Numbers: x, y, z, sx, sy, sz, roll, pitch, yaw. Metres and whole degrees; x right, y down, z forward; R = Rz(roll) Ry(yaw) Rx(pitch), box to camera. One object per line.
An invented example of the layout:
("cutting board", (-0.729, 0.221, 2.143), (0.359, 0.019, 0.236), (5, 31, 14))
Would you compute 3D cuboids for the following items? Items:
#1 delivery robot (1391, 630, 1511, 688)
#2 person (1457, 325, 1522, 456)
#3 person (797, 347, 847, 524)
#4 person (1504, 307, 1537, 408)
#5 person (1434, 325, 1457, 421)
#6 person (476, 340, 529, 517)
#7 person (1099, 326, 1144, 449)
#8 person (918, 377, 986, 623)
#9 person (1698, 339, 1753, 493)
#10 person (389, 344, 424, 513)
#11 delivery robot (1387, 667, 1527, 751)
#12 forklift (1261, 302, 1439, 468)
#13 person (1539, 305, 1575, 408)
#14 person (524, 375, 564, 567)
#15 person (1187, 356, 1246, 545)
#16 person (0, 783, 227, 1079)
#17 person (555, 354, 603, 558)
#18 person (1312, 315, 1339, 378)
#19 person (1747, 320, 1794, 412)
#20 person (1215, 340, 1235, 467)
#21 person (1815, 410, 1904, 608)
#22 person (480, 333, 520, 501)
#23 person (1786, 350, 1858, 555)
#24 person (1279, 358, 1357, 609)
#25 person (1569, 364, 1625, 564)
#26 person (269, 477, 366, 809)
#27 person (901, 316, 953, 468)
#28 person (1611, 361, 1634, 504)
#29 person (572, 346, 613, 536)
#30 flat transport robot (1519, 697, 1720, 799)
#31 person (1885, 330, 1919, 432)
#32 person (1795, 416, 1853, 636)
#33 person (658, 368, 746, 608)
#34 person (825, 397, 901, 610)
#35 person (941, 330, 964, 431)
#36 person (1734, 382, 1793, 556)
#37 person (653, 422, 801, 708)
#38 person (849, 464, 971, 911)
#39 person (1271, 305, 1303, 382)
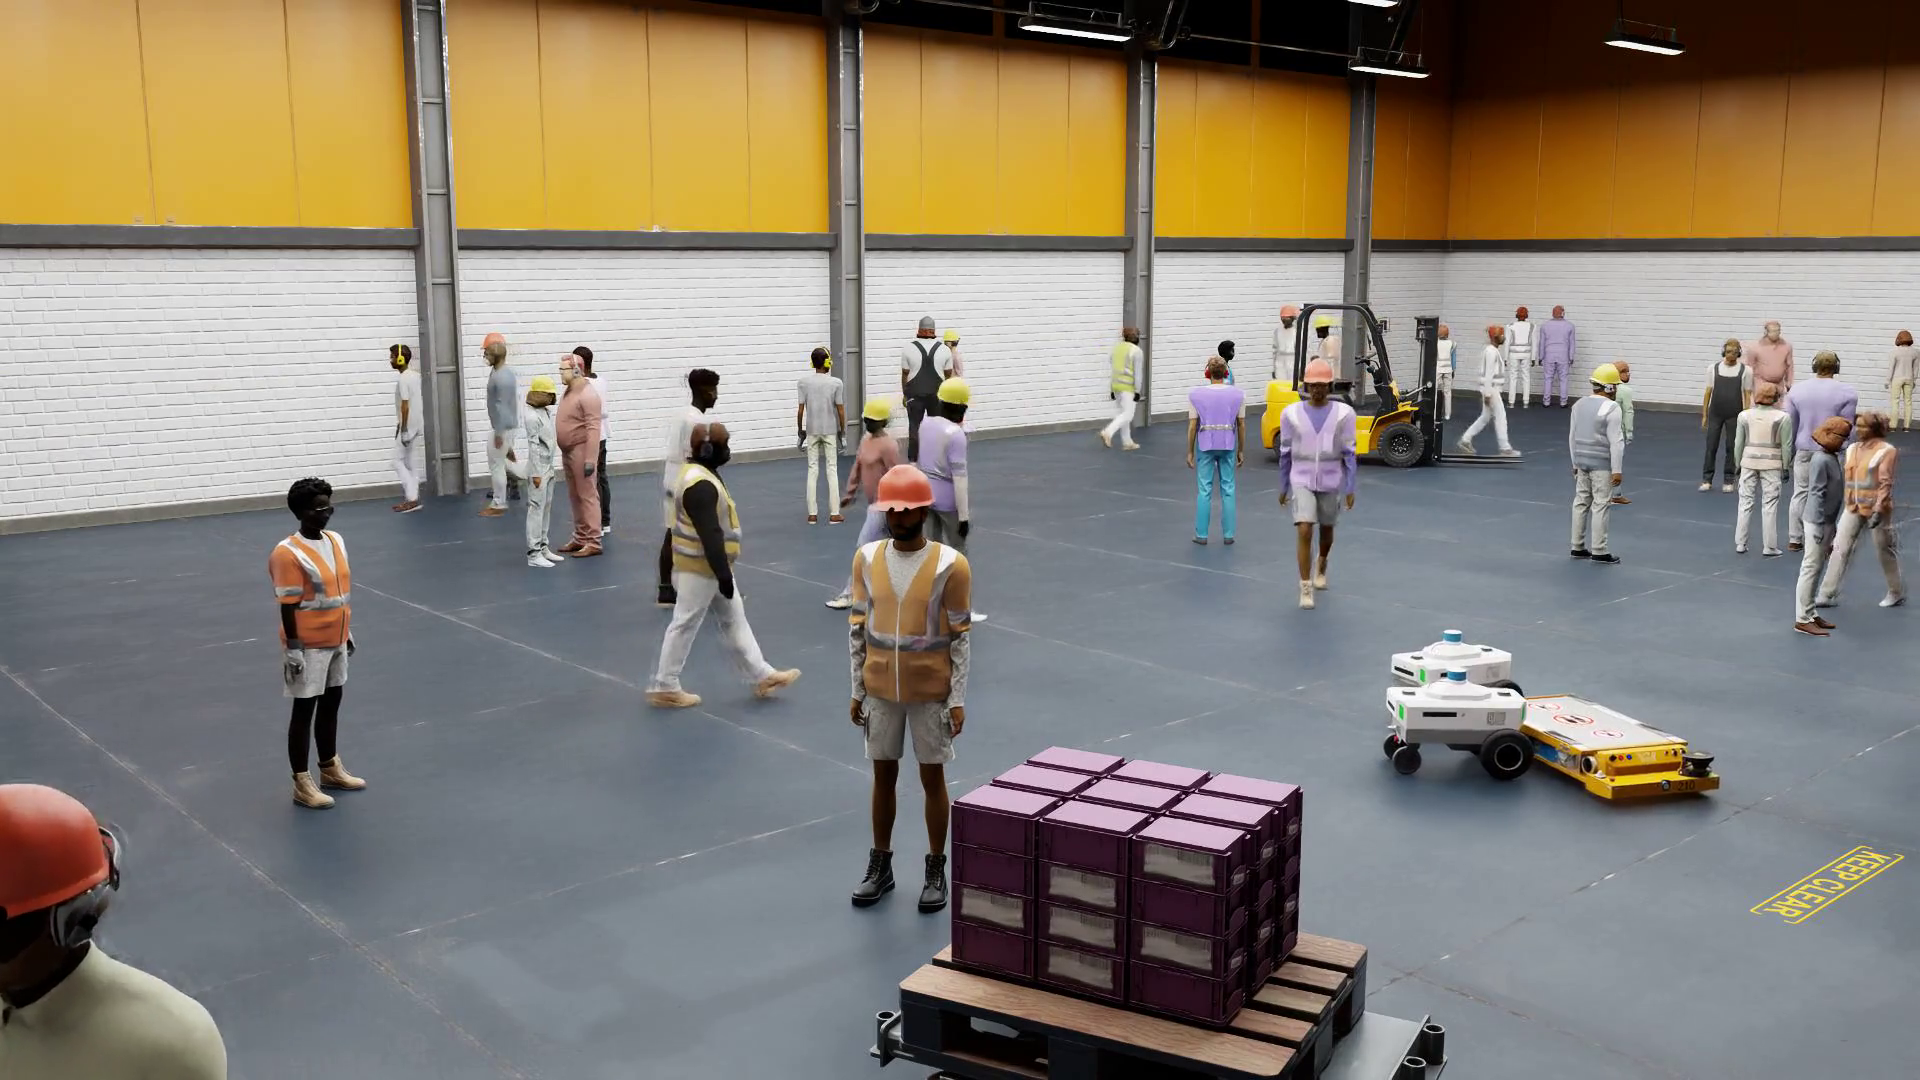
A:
("delivery robot", (2.964, 0.788, 10.044), (0.707, 0.478, 0.477), (-4, 11, -22))
("person", (7.515, -2.118, 23.547), (0.866, 1.855, 0.593), (3, 10, 17))
("person", (-1.460, -1.098, 17.528), (0.533, 1.864, 0.314), (1, 10, 5))
("person", (10.373, -3.377, 30.822), (0.575, 1.881, 0.356), (2, 10, 11))
("person", (8.250, -2.860, 28.503), (0.513, 1.641, 0.307), (-1, 10, -6))
("person", (-4.901, -1.202, 17.974), (0.650, 1.919, 0.640), (-2, 10, -14))
("person", (2.322, -2.177, 24.005), (0.775, 1.815, 0.644), (-6, 12, -33))
("person", (-0.122, -0.273, 12.710), (0.486, 1.917, 0.602), (-7, 12, -35))
("person", (9.111, -1.460, 19.793), (0.532, 1.827, 0.499), (5, 11, 28))
("person", (-6.116, -1.226, 18.328), (0.382, 1.855, 0.572), (0, 10, -1))
("delivery robot", (2.718, 0.943, 9.133), (0.707, 0.478, 0.477), (0, 10, 3))
("forklift", (5.320, -2.157, 22.763), (2.313, 2.155, 1.214), (3, 10, 16))
("person", (11.071, -3.394, 30.863), (0.637, 1.904, 0.403), (4, 10, 21))
("person", (-3.790, -0.632, 15.161), (0.325, 1.740, 0.492), (0, 10, 3))
("person", (2.492, -0.864, 16.201), (0.565, 1.850, 0.390), (0, 10, -1))
("person", (-1.489, 1.350, 2.866), (0.644, 1.977, 0.700), (3, 10, 16))
("person", (-3.600, -0.792, 15.614), (0.403, 1.906, 0.651), (-6, 12, -34))
("person", (5.626, -2.515, 25.691), (0.429, 1.906, 0.605), (0, 10, 2))
("person", (11.923, -2.309, 24.559), (0.649, 1.885, 0.658), (0, 10, 0))
("person", (3.529, -1.830, 22.294), (0.318, 1.698, 0.539), (0, 10, -2))
("person", (7.250, -0.238, 13.277), (0.850, 1.600, 0.523), (-3, 10, -18))
("person", (-5.311, -1.415, 19.170), (0.370, 1.935, 0.552), (-6, 11, -30))
("person", (8.116, -0.822, 15.714), (0.637, 1.942, 0.387), (9, 13, 42))
("person", (2.916, -0.493, 13.595), (0.614, 2.012, 0.964), (2, 10, 10))
("person", (5.871, -0.699, 15.287), (0.403, 1.830, 0.600), (-4, 10, -21))
("person", (-3.302, 0.516, 8.568), (0.315, 1.697, 0.553), (2, 10, 12))
("person", (-0.453, -1.962, 22.071), (0.680, 2.000, 0.535), (-1, 10, -8))
("person", (7.460, -1.225, 18.948), (0.279, 1.633, 0.505), (-5, 11, -25))
("person", (-3.713, -0.989, 16.746), (0.396, 1.915, 0.587), (2, 10, 9))
("flat transport robot", (3.466, 1.111, 9.254), (0.652, 0.197, 1.431), (-2, 10, -14))
("person", (15.061, -2.532, 26.603), (0.497, 1.633, 0.288), (0, 10, 0))
("person", (6.458, -0.113, 12.439), (0.283, 1.633, 0.498), (7, 12, 36))
("person", (-2.098, -0.415, 13.369), (0.810, 1.917, 0.605), (-5, 11, -29))
("person", (-0.647, -0.303, 13.328), (0.912, 1.713, 0.594), (-4, 10, -22))
("person", (-0.122, -2.116, 23.774), (0.316, 1.769, 0.523), (-4, 10, -22))
("person", (7.548, -0.666, 15.659), (0.513, 1.640, 0.308), (9, 14, 44))
("person", (-1.490, 0.163, 10.350), (0.959, 1.789, 0.657), (-1, 10, -5))
("person", (-0.227, 0.637, 7.159), (0.542, 1.938, 0.358), (3, 10, 15))
("person", (5.440, -2.874, 27.476), (0.617, 2.023, 0.693), (6, 11, 31))
